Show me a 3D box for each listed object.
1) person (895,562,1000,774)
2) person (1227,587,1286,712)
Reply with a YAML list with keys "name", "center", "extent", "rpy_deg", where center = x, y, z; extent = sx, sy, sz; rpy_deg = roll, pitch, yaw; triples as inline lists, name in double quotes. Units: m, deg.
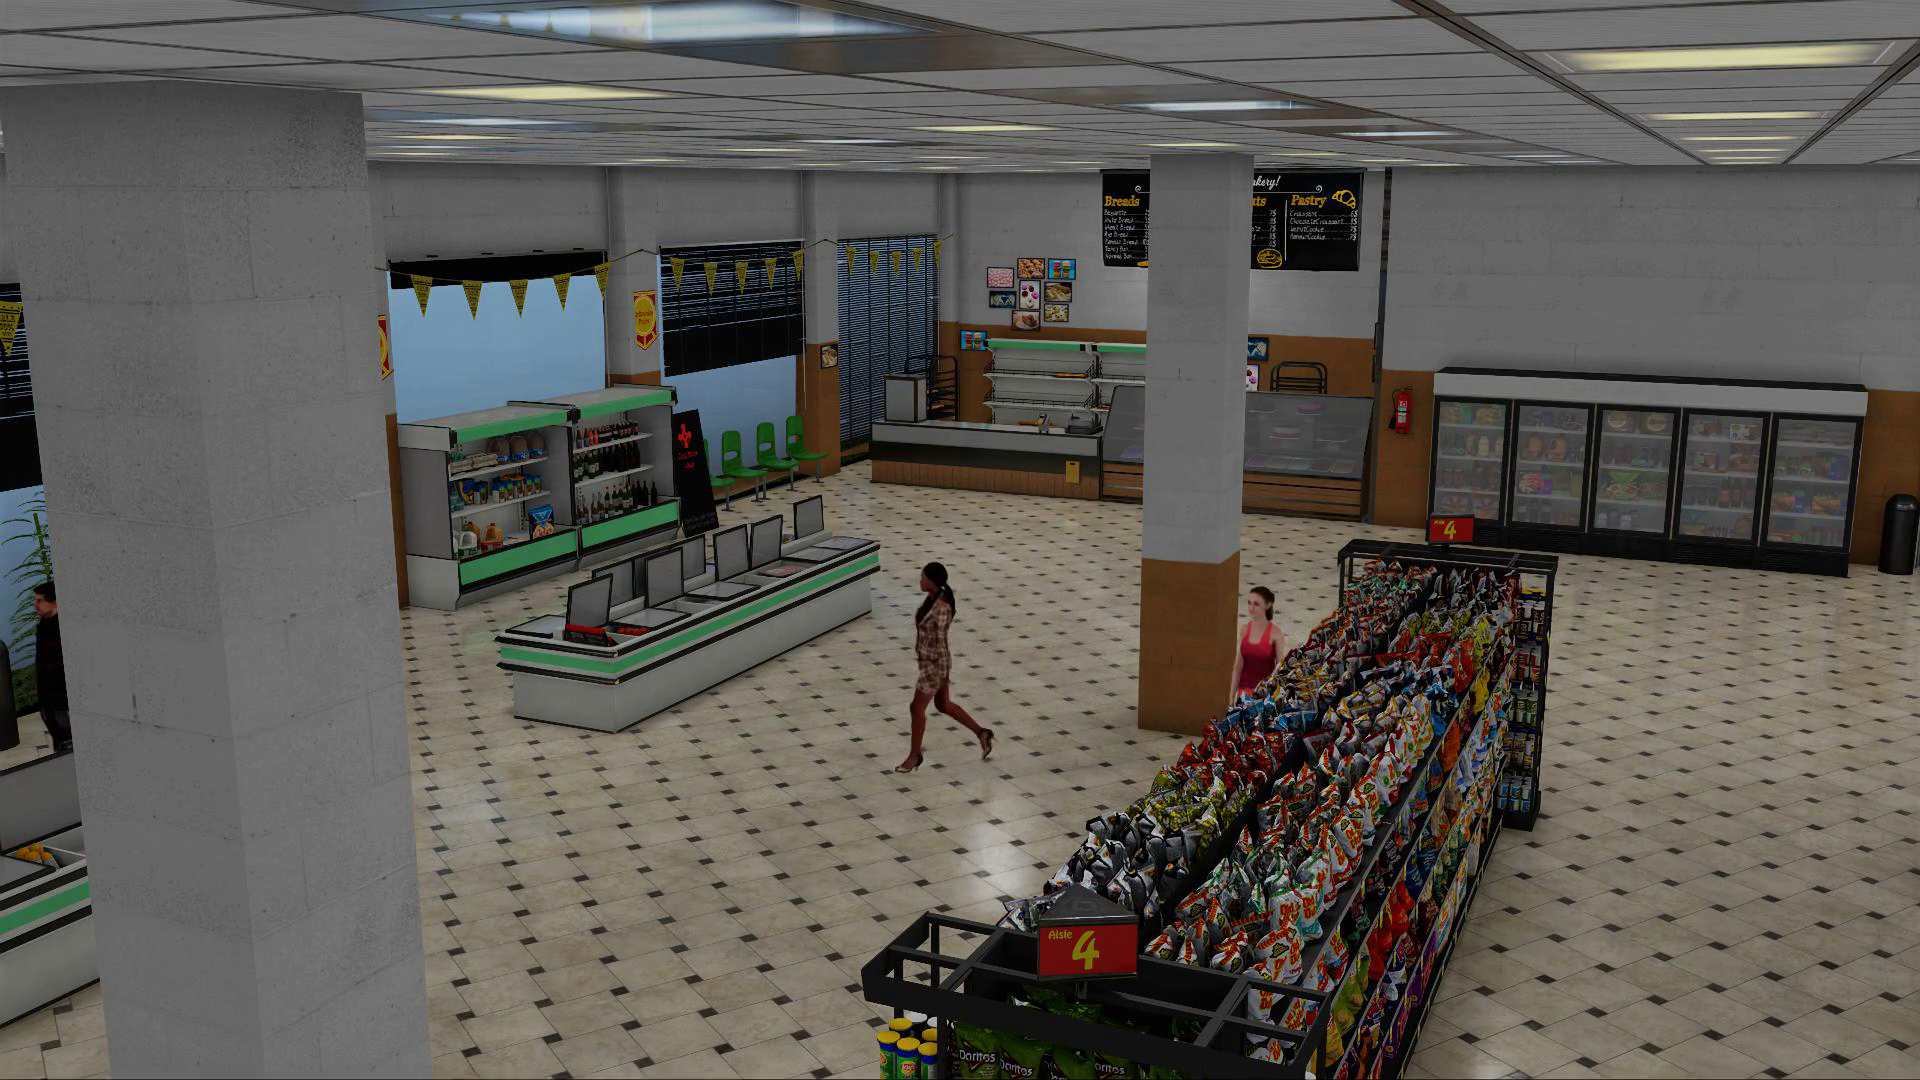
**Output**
- name: "person"
  center: [-0.116, 1.049, 13.484]
  extent: [1.011, 1.763, 1.098]
  rpy_deg: [-1, 12, -7]
- name: "person"
  center: [2.361, 1.199, 12.850]
  extent: [0.780, 1.732, 0.680]
  rpy_deg: [-12, 17, -43]
